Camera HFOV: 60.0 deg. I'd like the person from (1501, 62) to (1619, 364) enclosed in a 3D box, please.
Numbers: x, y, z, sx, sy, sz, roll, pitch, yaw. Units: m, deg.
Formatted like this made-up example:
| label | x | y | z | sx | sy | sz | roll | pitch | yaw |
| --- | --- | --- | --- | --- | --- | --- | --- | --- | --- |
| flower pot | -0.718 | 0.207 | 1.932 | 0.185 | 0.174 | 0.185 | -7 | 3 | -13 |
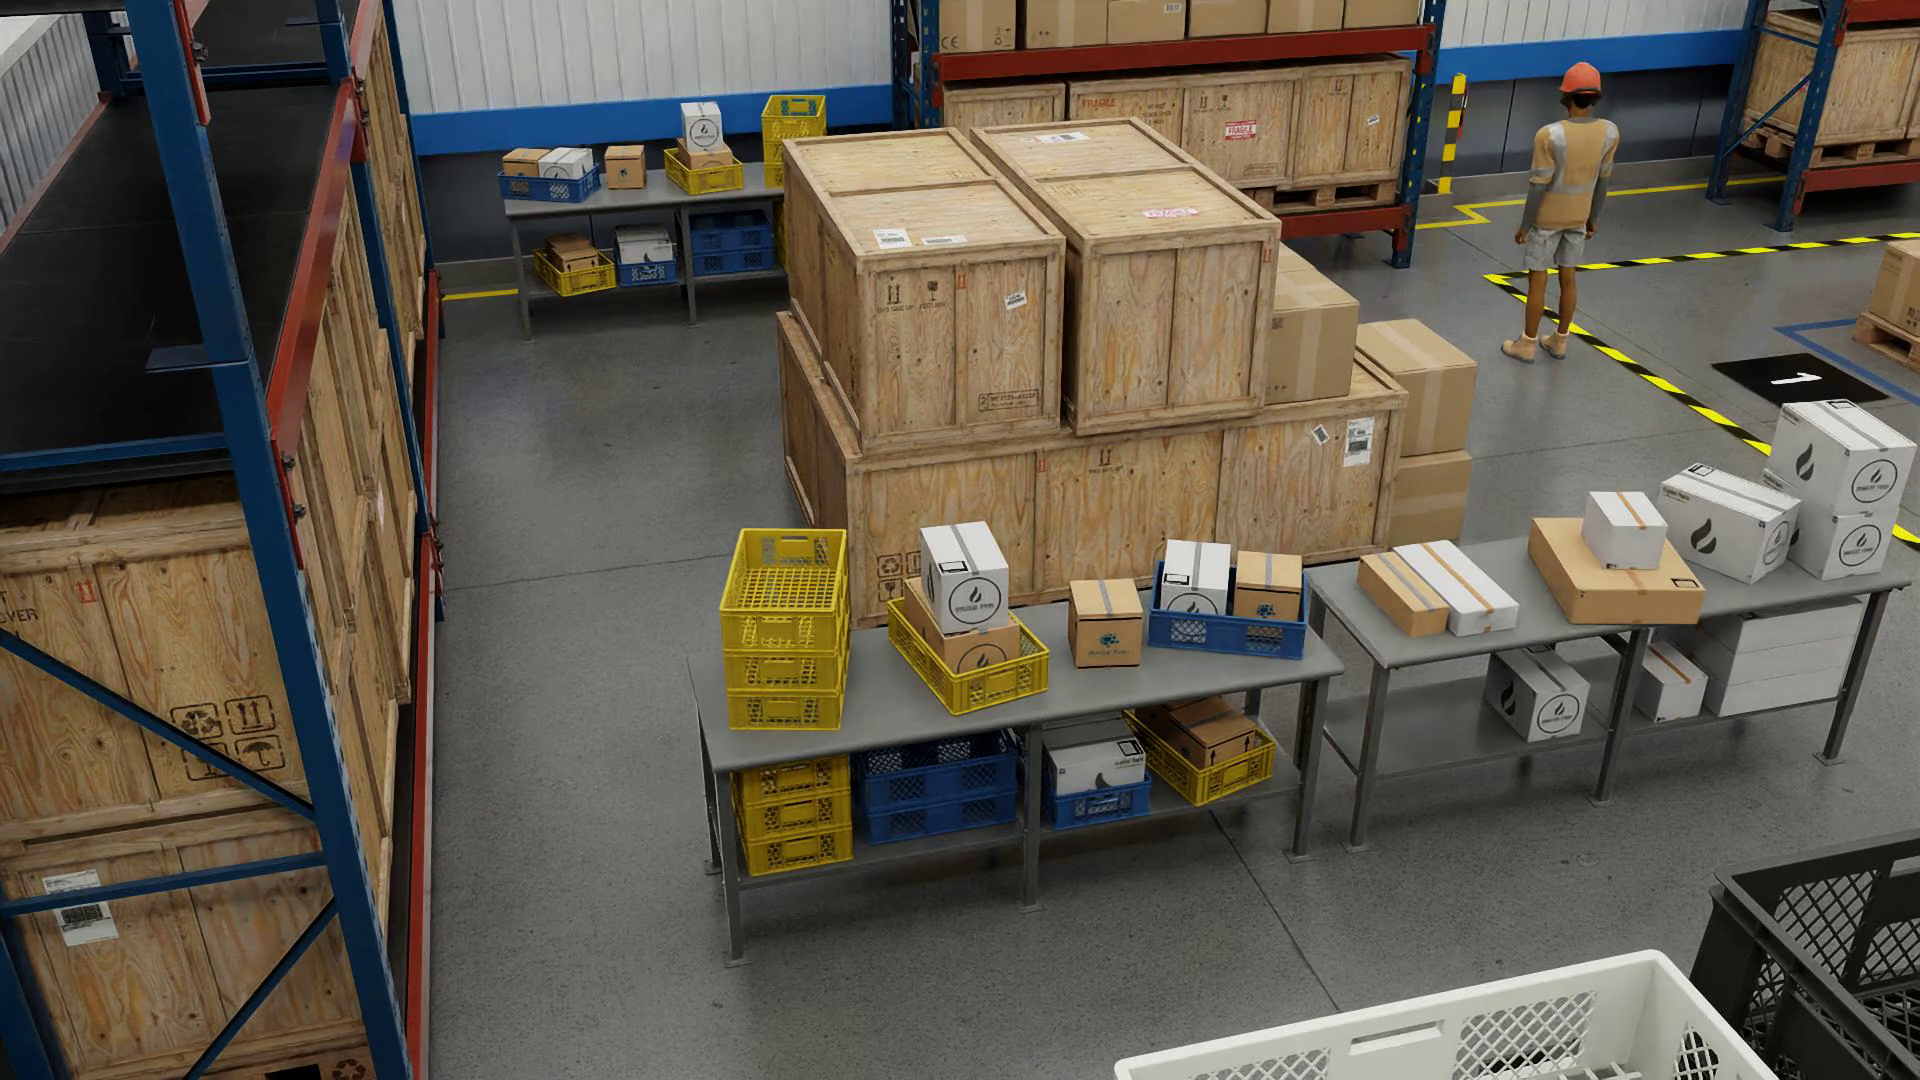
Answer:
| label | x | y | z | sx | sy | sz | roll | pitch | yaw |
| --- | --- | --- | --- | --- | --- | --- | --- | --- | --- |
| person | 4.050 | -2.193 | 11.262 | 0.614 | 2.040 | 0.371 | -8 | 30 | -14 |
